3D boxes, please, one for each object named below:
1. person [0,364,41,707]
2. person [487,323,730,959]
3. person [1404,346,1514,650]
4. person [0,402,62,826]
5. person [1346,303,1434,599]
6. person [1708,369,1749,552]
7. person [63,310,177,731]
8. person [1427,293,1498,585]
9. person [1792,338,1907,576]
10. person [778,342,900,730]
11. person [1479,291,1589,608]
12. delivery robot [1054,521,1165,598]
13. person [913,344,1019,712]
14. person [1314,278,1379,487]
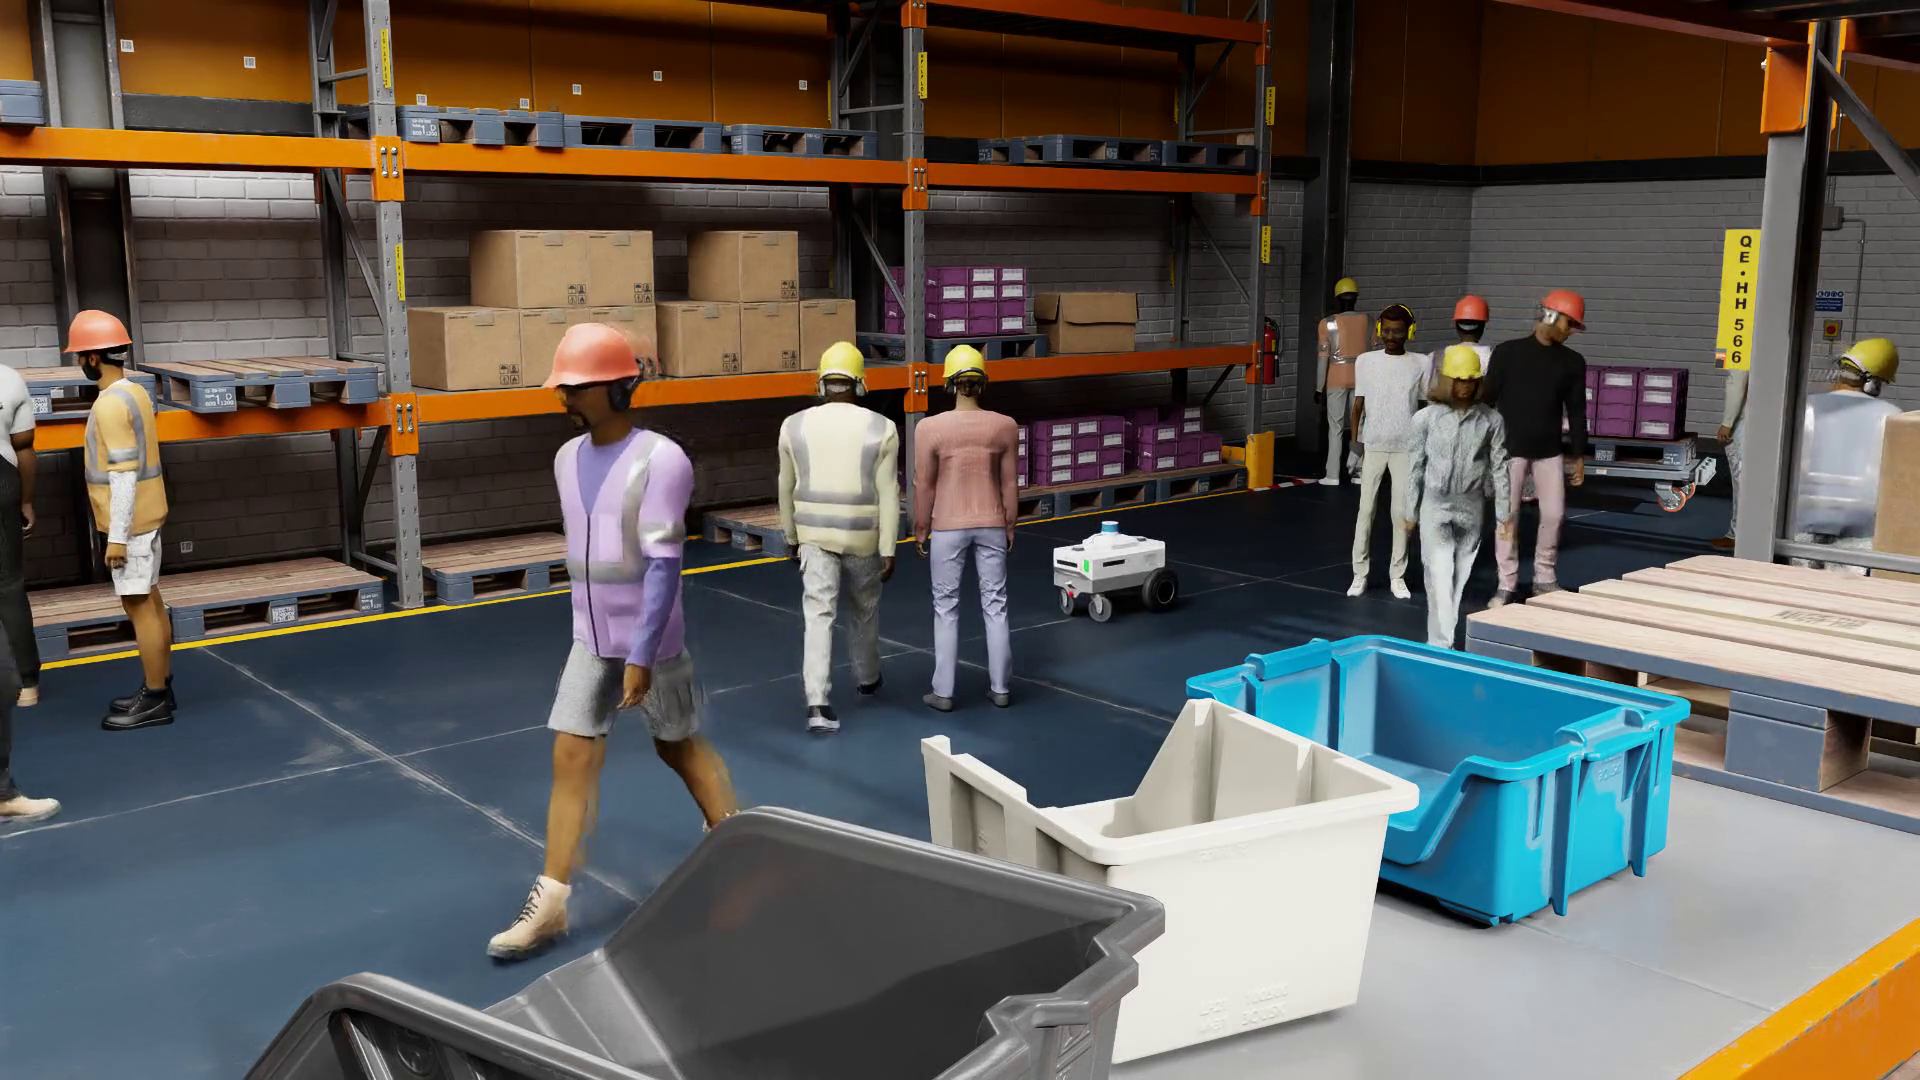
[{"bbox_3d":[-4.775,-0.181,7.901,0.684,2.000,0.535,-9,14,-43],"label":"person"},{"bbox_3d":[-1.089,0.293,5.413,0.610,1.996,1.033,6,12,32],"label":"person"},{"bbox_3d":[2.552,-0.121,8.475,0.507,1.705,0.842,0,10,-2],"label":"person"},{"bbox_3d":[-3.823,0.217,6.281,0.534,1.819,0.559,-6,12,-29],"label":"person"},{"bbox_3d":[2.708,-0.555,10.496,0.519,1.865,0.327,2,10,12],"label":"person"},{"bbox_3d":[5.760,-0.873,12.067,0.636,1.939,0.364,-5,11,-25],"label":"person"},{"bbox_3d":[-3.867,-0.087,7.675,0.376,1.934,0.546,-3,11,-16],"label":"person"},{"bbox_3d":[3.239,-0.619,10.703,0.556,1.916,0.670,4,11,21],"label":"person"},{"bbox_3d":[4.242,-0.080,8.048,0.620,1.788,0.465,6,12,31],"label":"person"},{"bbox_3d":[-0.568,-0.033,7.795,0.598,1.786,0.953,1,10,6],"label":"person"},{"bbox_3d":[3.504,-0.546,10.226,0.703,1.950,0.426,1,10,4],"label":"person"},{"bbox_3d":[0.904,0.129,10.064,0.707,0.478,0.477,-8,13,-38],"label":"delivery robot"},{"bbox_3d":[0.025,-0.055,8.000,0.523,1.759,0.351,-3,10,-15],"label":"person"},{"bbox_3d":[3.544,-1.442,15.310,0.585,1.917,0.380,-2,10,-9],"label":"person"}]
